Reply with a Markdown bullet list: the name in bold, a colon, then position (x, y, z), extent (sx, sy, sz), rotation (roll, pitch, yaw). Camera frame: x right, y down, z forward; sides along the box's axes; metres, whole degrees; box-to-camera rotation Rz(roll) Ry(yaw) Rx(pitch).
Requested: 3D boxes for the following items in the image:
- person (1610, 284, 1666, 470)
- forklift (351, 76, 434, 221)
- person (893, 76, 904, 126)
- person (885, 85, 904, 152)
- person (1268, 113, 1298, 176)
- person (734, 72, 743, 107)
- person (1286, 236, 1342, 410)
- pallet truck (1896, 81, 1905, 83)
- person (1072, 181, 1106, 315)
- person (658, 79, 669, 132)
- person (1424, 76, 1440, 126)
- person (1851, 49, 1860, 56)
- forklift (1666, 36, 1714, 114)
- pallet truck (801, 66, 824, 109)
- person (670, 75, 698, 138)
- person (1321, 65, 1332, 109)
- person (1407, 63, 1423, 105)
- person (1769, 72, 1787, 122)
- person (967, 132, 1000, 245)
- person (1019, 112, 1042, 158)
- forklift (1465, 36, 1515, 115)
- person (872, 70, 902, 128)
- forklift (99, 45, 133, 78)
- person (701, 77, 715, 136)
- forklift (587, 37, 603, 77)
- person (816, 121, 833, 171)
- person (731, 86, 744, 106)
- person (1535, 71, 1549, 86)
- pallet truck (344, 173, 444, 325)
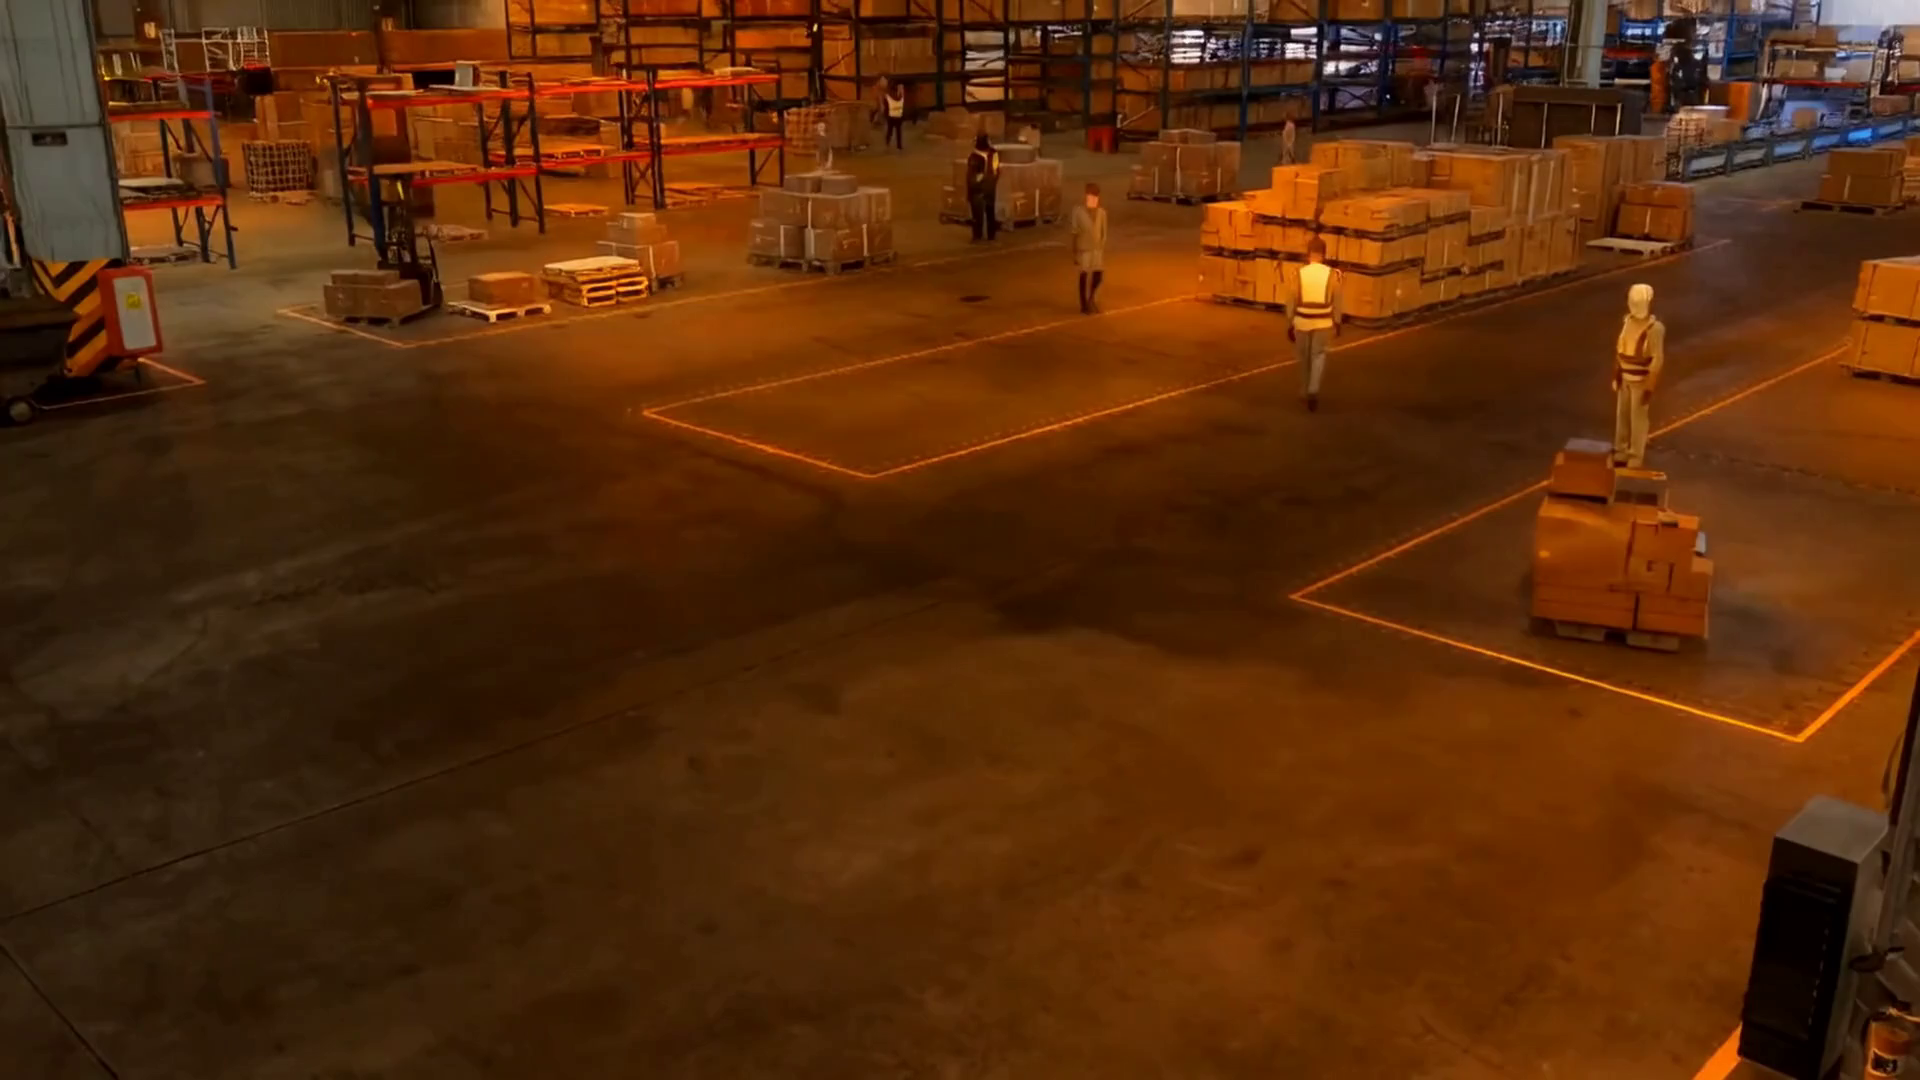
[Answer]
- **person**: position (6.453, -1.521, 15.922), extent (0.362, 1.883, 0.576), rotation (-4, 19, -11)
- **forklift**: position (-11.680, -7.993, 33.862), extent (1.129, 2.768, 1.873), rotation (-14, 23, -37)
- **person**: position (-2.167, -15.044, 56.964), extent (0.577, 1.675, 0.547), rotation (-14, 23, -36)
- **person**: position (-1.917, -12.179, 48.045), extent (0.590, 1.887, 0.917), rotation (-8, 20, -22)
- **person**: position (8.110, -9.772, 41.224), extent (0.851, 1.585, 0.538), rotation (6, 19, 16)
- **person**: position (-7.348, -14.664, 55.461), extent (0.385, 1.930, 0.540), rotation (-5, 19, -13)
- **person**: position (3.960, -2.437, 18.645), extent (0.606, 1.913, 0.940), rotation (5, 19, 15)
- **pallet truck**: position (34.802, -16.331, 61.455), extent (0.653, 1.274, 1.630), rotation (17, 25, 41)
- **person**: position (1.863, -4.197, 23.939), extent (0.551, 1.918, 0.410), rotation (-7, 20, -20)
- **person**: position (-9.746, -14.193, 54.391), extent (0.317, 1.696, 0.540), rotation (5, 19, 14)
- **person**: position (16.280, -15.133, 57.279), extent (0.540, 1.670, 0.787), rotation (15, 23, 37)
- **person**: position (40.194, -21.150, 74.886), extent (0.623, 1.992, 0.391), rotation (-12, 22, -31)
- **forklift**: position (27.341, -17.291, 61.877), extent (1.129, 2.768, 1.873), rotation (17, 25, 41)
- **pallet truck**: position (-4.812, -15.182, 56.903), extent (0.823, 1.965, 1.885), rotation (-9, 21, -26)
- **person**: position (-8.657, -13.583, 52.175), extent (0.921, 1.950, 0.642), rotation (-6, 19, -18)
- **person**: position (13.838, -16.951, 62.594), extent (0.523, 1.769, 0.317), rotation (13, 22, 34)
- **person**: position (16.997, -16.753, 61.829), extent (0.824, 1.881, 0.640), rotation (16, 24, 39)
- **person**: position (25.563, -13.579, 52.000), extent (0.379, 2.045, 0.605), rotation (-7, 20, -20)
- **person**: position (0.371, -6.472, 30.593), extent (0.673, 2.000, 0.535), rotation (-14, 23, -36)
- **person**: position (1.575, -8.439, 36.645), extent (0.630, 1.955, 0.426), rotation (-14, 23, -36)
- **forklift**: position (19.973, -17.201, 61.605), extent (1.873, 2.768, 1.129), rotation (16, 24, 40)
- **person**: position (-2.513, -14.883, 56.175), extent (1.042, 1.878, 0.649), rotation (-4, 19, -11)
- **forklift**: position (-26.334, -14.077, 52.195), extent (1.873, 2.768, 1.129), rotation (6, 19, 18)
- **person**: position (-7.864, -13.438, 51.780), extent (0.406, 1.925, 0.635), rotation (-12, 22, -33)
- **forklift**: position (-13.413, -17.166, 61.501), extent (1.873, 2.768, 1.129), rotation (-6, 19, -17)
- **person**: position (-2.983, -8.034, 35.634), extent (0.576, 1.826, 0.930), rotation (17, 25, 41)
- **person**: position (-7.581, -14.947, 56.782), extent (0.459, 1.627, 0.519), rotation (16, 24, 40)
- **person**: position (19.390, -14.639, 55.407), extent (0.550, 1.913, 0.669), rotation (-7, 20, -20)
- **pallet truck**: position (-8.209, -4.181, 23.757), extent (0.823, 1.965, 1.885), rotation (3, 19, 9)
